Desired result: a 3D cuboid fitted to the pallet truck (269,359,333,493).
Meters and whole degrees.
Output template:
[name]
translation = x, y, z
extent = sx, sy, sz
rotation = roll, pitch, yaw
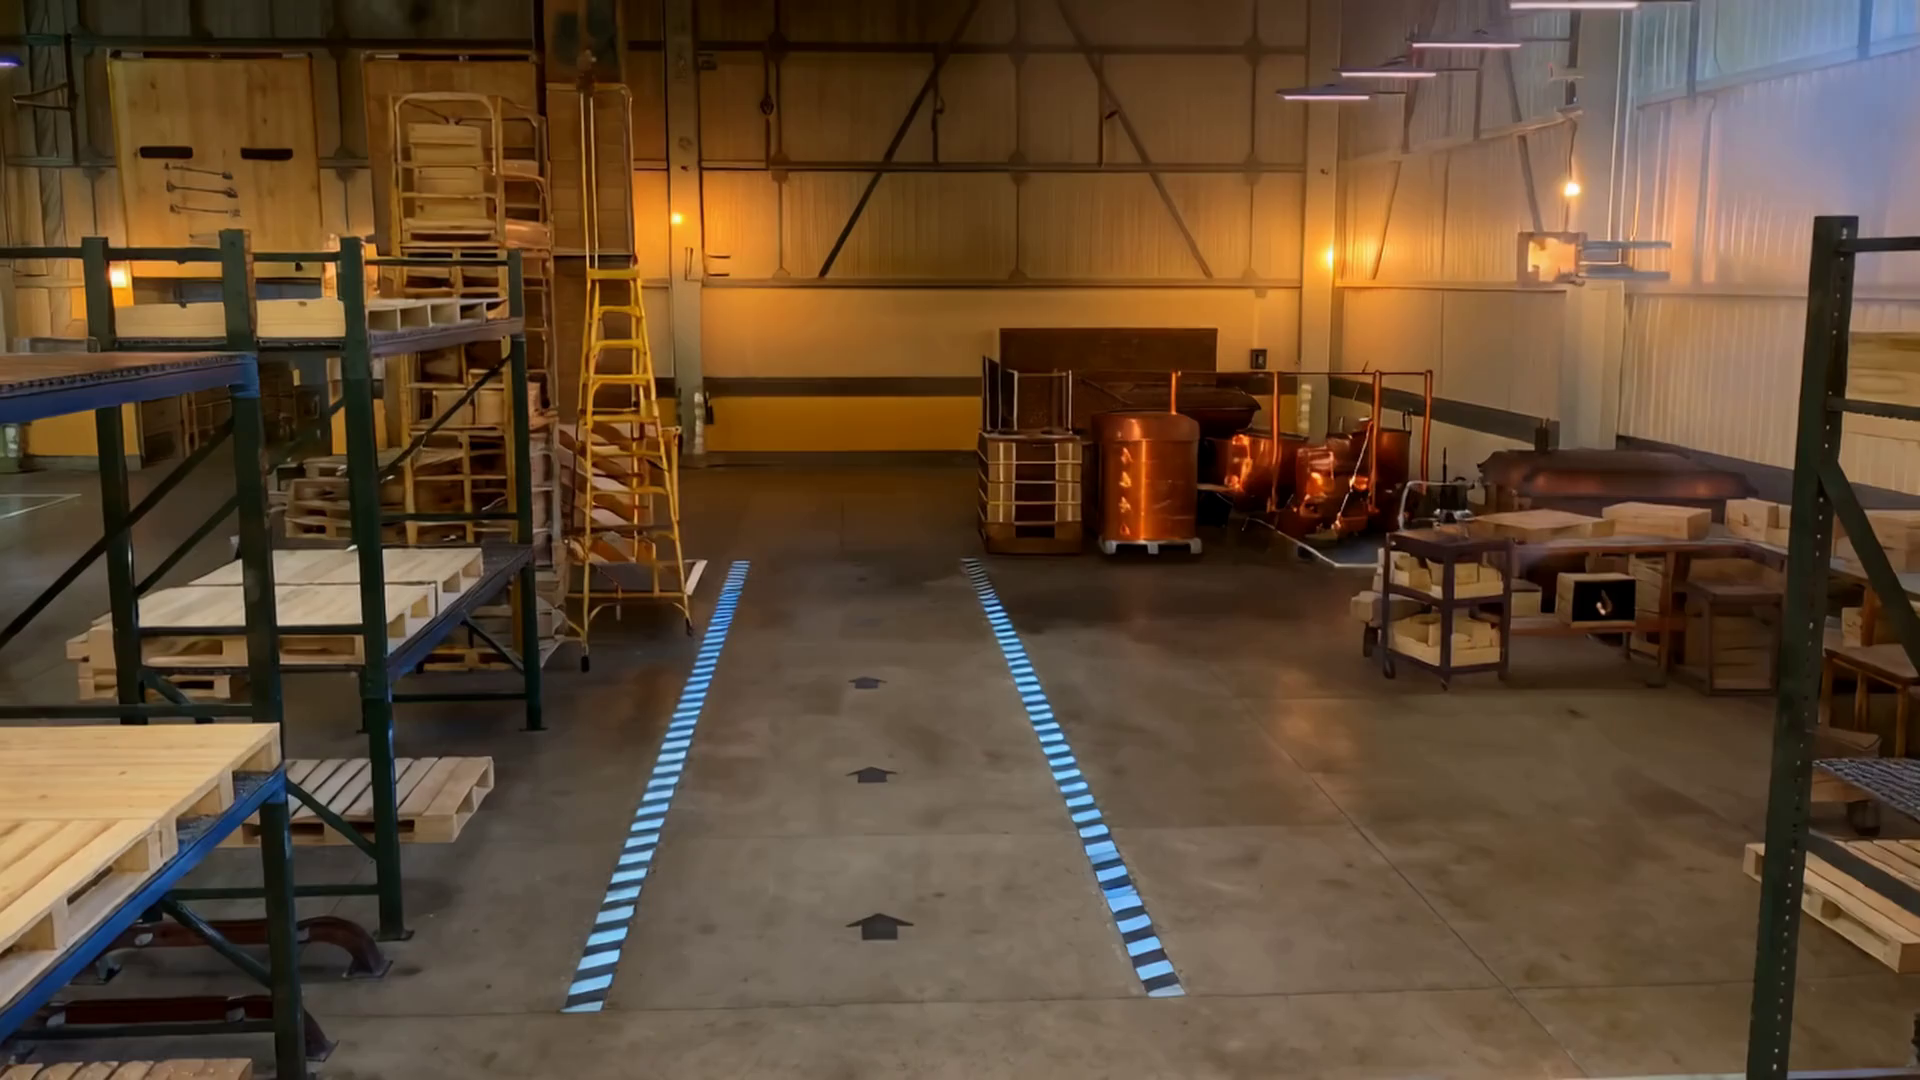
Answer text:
[pallet truck]
translation = -7.062, -1.131, 18.996
extent = 1.885, 1.965, 0.823
rotation = 2, 9, 13
